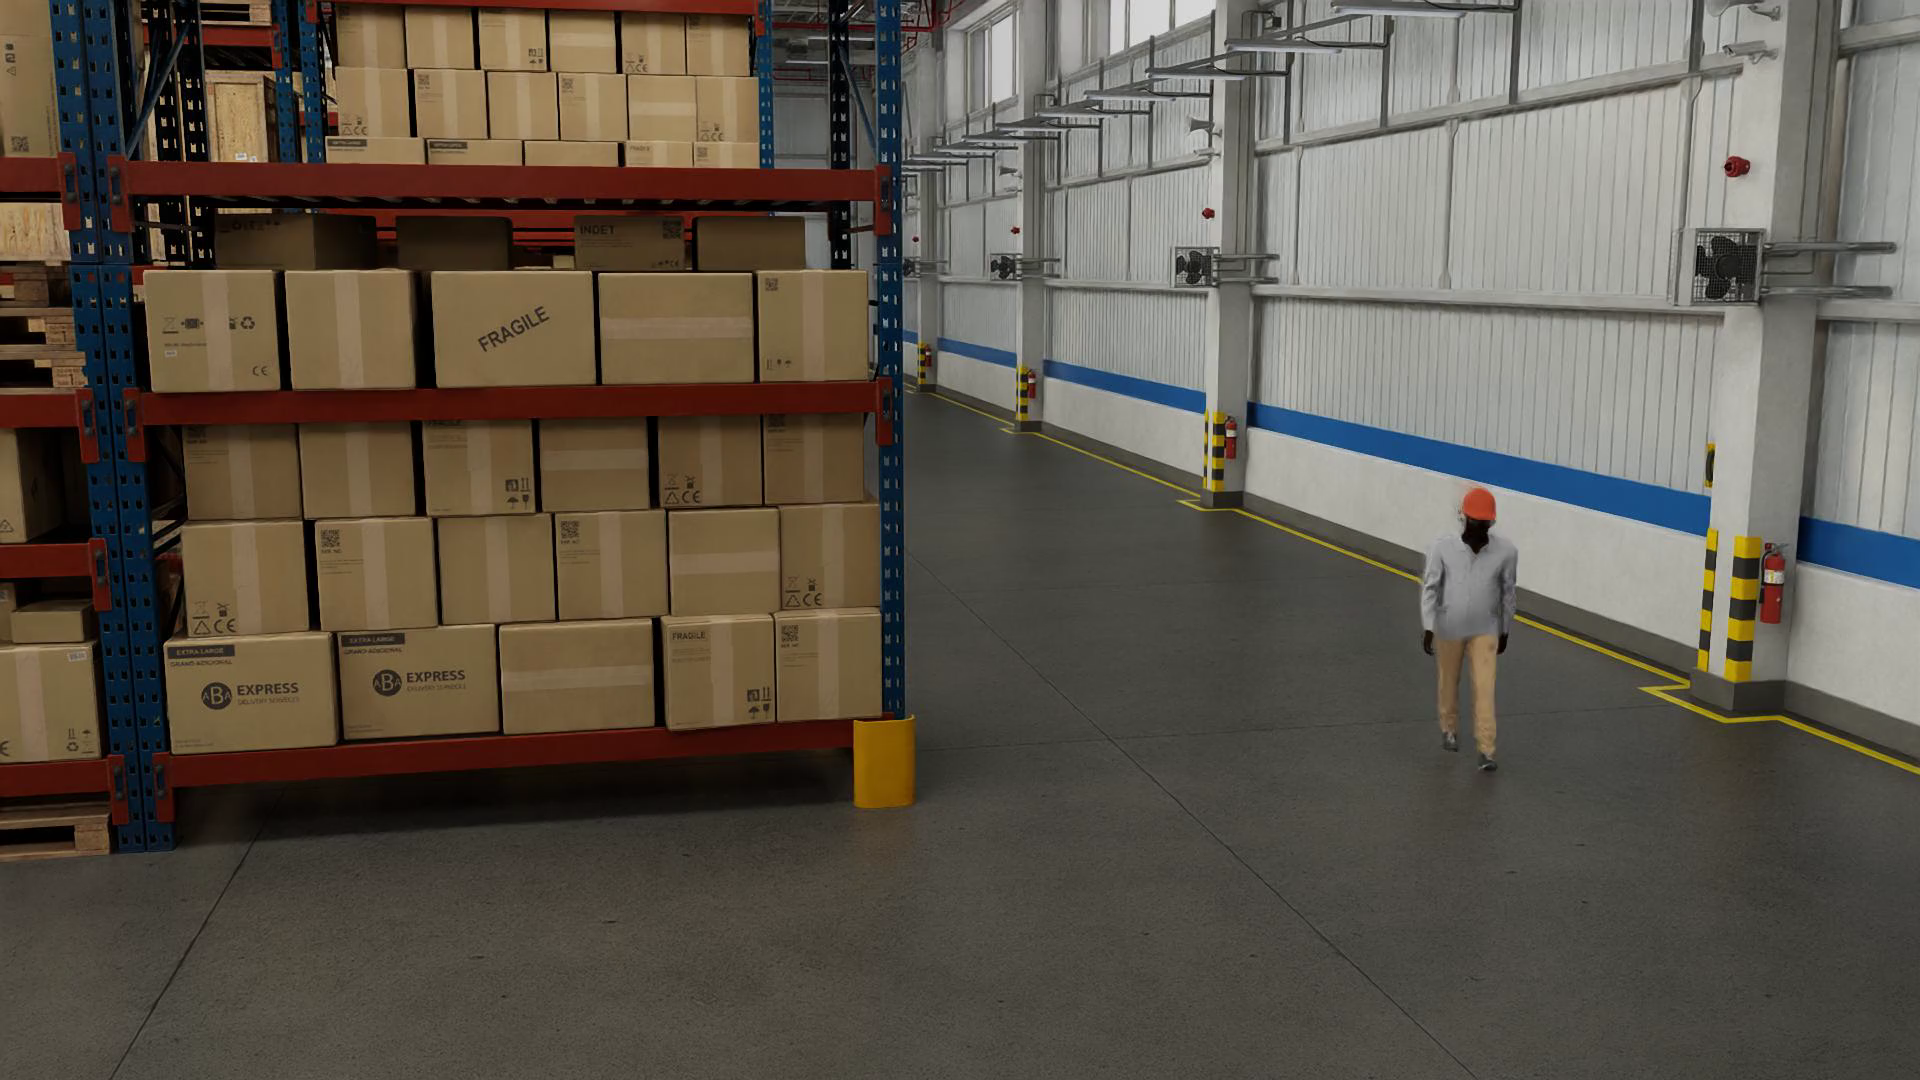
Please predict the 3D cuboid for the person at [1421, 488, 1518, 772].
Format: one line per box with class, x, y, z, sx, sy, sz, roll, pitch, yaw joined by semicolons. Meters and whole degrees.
person;3.097;0.529;10.137;0.573;1.702;0.884;2;9;11
